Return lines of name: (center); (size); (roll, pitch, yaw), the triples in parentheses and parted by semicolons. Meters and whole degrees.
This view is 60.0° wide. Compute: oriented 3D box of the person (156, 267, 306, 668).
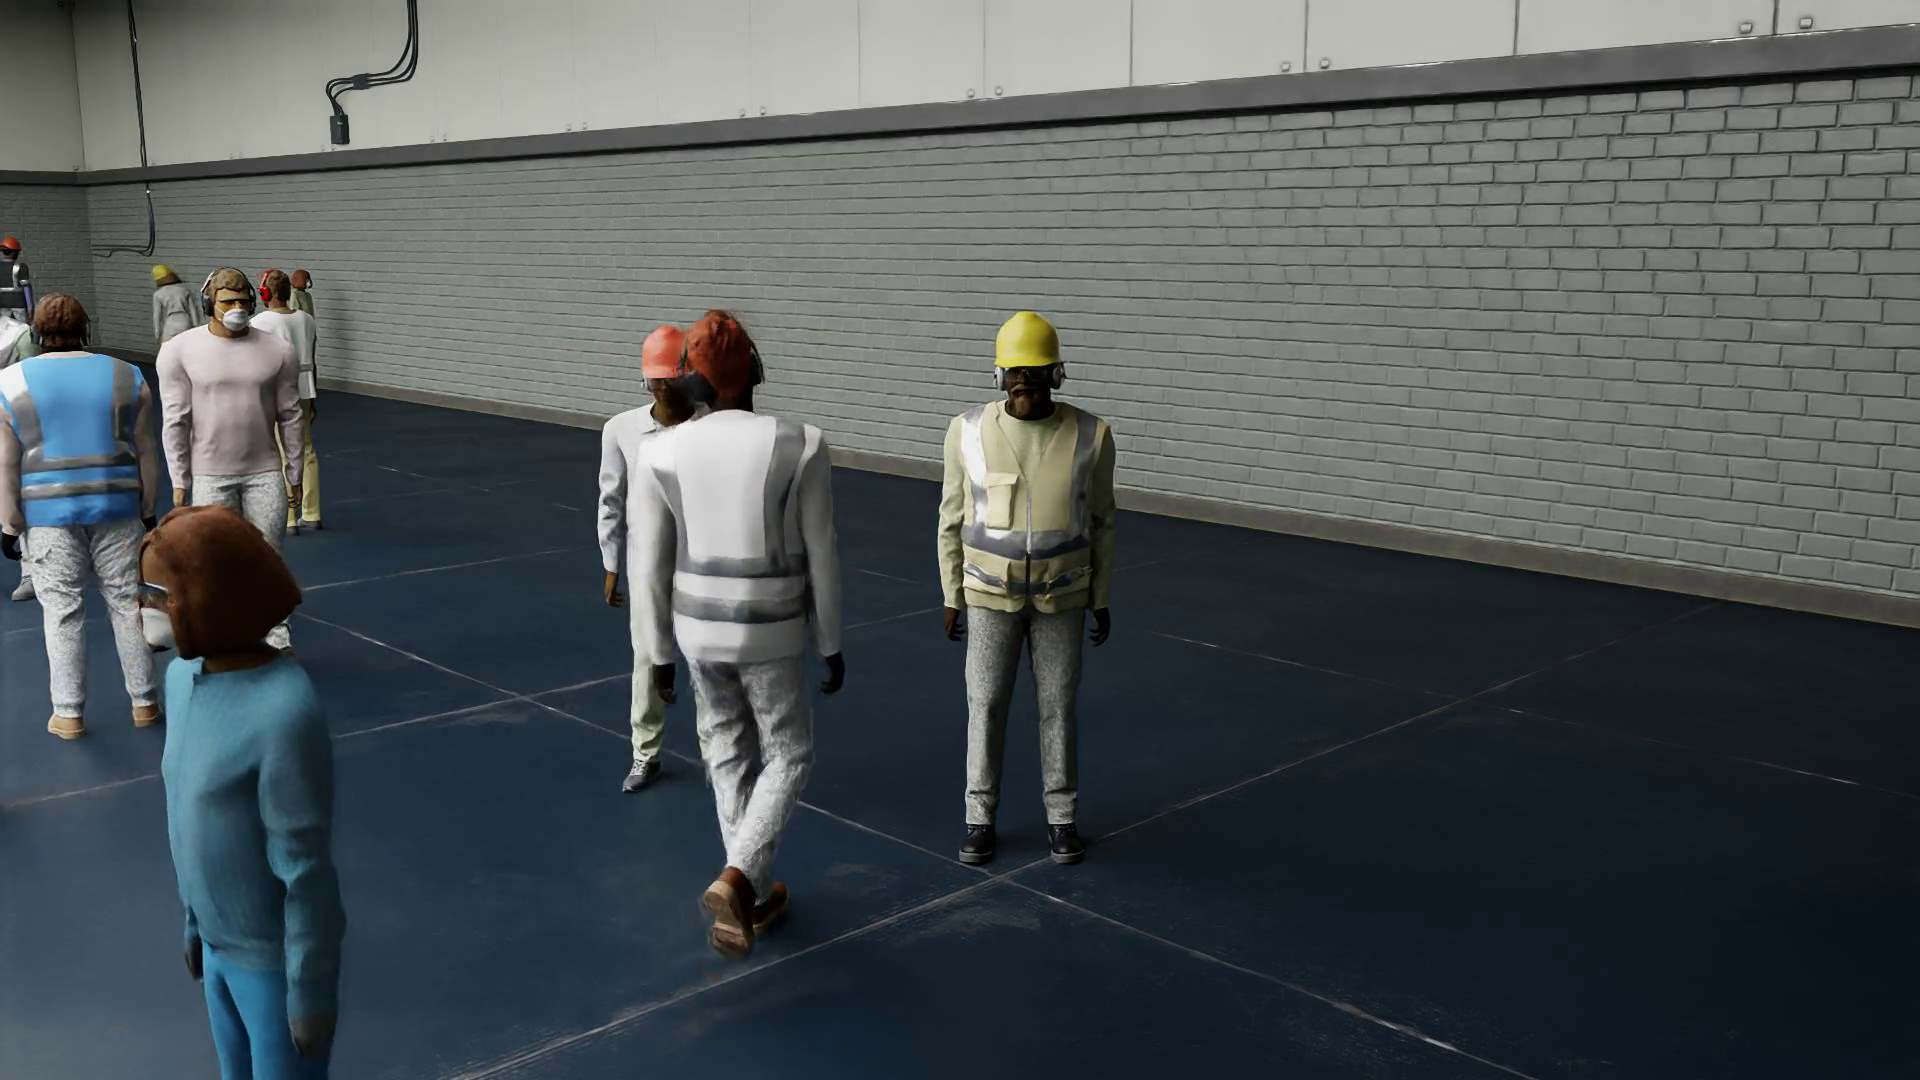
person: (-3.382, -0.303, 7.802); (0.625, 1.933, 0.375); (-7, 13, -34)

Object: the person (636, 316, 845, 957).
person: (-0.637, 0.297, 4.738); (0.589, 1.855, 0.653); (2, 11, 10)

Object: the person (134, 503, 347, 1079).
person: (-1.252, 0.737, 2.965); (0.507, 1.624, 0.286); (10, 15, 44)

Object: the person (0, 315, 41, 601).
person: (-5.503, -0.617, 9.459); (0.605, 1.949, 0.402); (0, 10, 2)

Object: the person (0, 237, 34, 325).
person: (-14.360, -3.566, 25.284); (0.614, 2.041, 0.393); (1, 10, 6)

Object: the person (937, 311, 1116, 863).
person: (0.220, 0.167, 5.503); (0.593, 1.833, 0.404); (0, 10, 1)

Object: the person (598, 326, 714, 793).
person: (-1.059, 0.080, 6.198); (0.574, 1.747, 0.342); (-1, 10, -4)

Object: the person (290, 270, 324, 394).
person: (-8.508, -2.685, 21.597); (0.286, 1.633, 0.499); (0, 10, 1)

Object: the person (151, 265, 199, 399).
person: (-9.995, -2.637, 21.183); (0.577, 1.707, 0.358); (-7, 13, -34)

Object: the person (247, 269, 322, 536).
person: (-4.670, -0.947, 11.537); (0.377, 1.844, 0.570); (4, 11, 21)

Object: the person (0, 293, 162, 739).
person: (-3.656, -0.097, 6.916); (0.620, 1.845, 0.430); (-7, 12, -33)
